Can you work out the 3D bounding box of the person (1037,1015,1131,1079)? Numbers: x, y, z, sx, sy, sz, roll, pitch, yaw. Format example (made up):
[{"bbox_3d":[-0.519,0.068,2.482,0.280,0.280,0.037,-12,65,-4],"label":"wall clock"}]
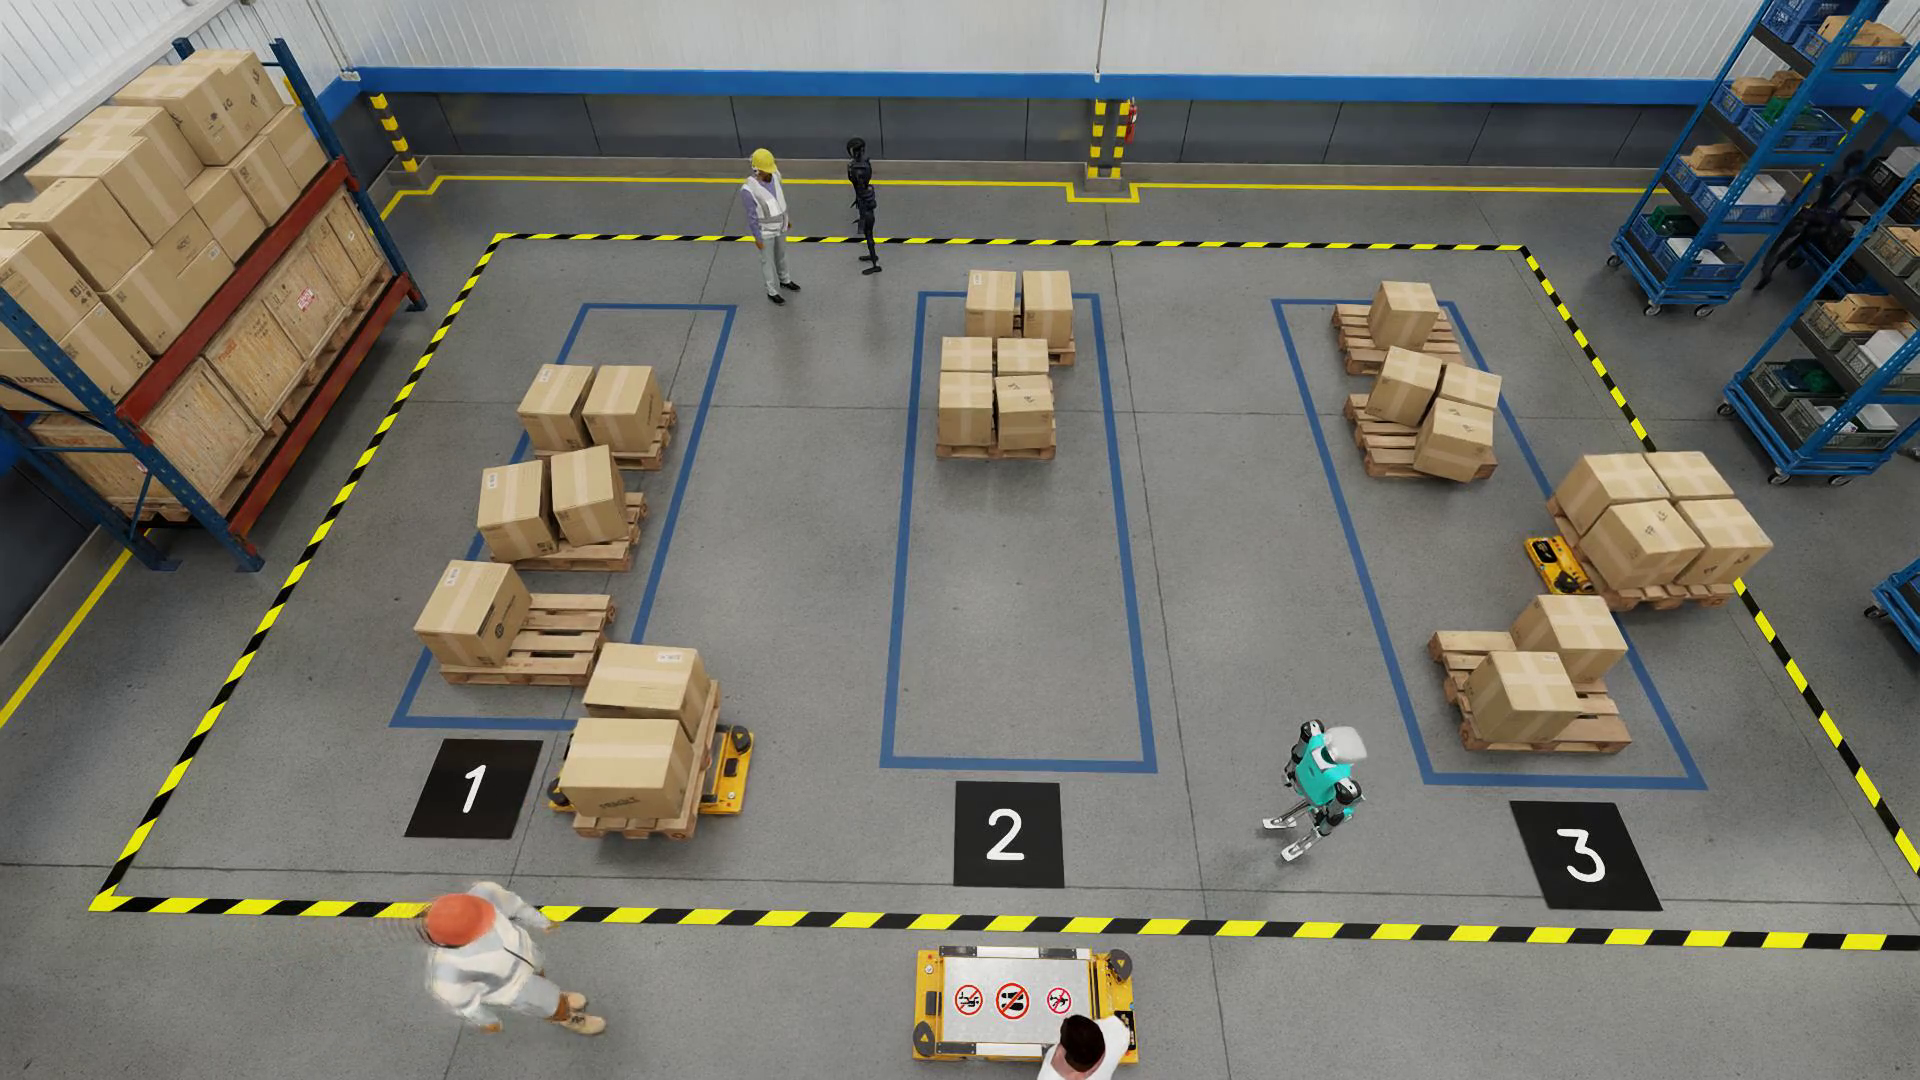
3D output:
[{"bbox_3d":[0.613,2.951,5.016,0.589,1.920,0.399,-31,57,-23],"label":"person"}]

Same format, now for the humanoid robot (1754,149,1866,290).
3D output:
[{"bbox_3d":[9.832,-3.680,10.586,0.589,1.631,0.633,19,53,15],"label":"humanoid robot"}]

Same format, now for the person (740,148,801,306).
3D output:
[{"bbox_3d":[-2.127,-3.545,10.372,0.403,1.823,0.588,25,55,19],"label":"person"}]

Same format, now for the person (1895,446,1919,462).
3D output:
[{"bbox_3d":[9.884,-1.208,8.486,0.923,1.794,0.583,30,57,22],"label":"person"}]

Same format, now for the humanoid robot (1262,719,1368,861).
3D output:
[{"bbox_3d":[2.493,1.680,6.129,0.743,1.737,0.538,-13,52,-10],"label":"humanoid robot"}]

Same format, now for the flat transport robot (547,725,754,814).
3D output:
[{"bbox_3d":[-2.358,1.746,7.044,1.431,0.197,0.652,1,51,1],"label":"flat transport robot"}]

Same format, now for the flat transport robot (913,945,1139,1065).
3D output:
[{"bbox_3d":[0.422,3.041,6.007,1.431,0.231,0.659,1,51,1],"label":"flat transport robot"}]

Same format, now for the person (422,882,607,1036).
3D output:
[{"bbox_3d":[-2.510,2.484,5.327,0.639,2.024,0.646,1,51,1],"label":"person"}]

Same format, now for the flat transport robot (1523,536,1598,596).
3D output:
[{"bbox_3d":[5.989,0.195,8.309,1.431,0.197,0.652,-2,51,-2],"label":"flat transport robot"}]

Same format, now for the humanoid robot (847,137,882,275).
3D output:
[{"bbox_3d":[-1.135,-3.917,10.762,0.315,1.655,0.599,-6,51,-5],"label":"humanoid robot"}]
